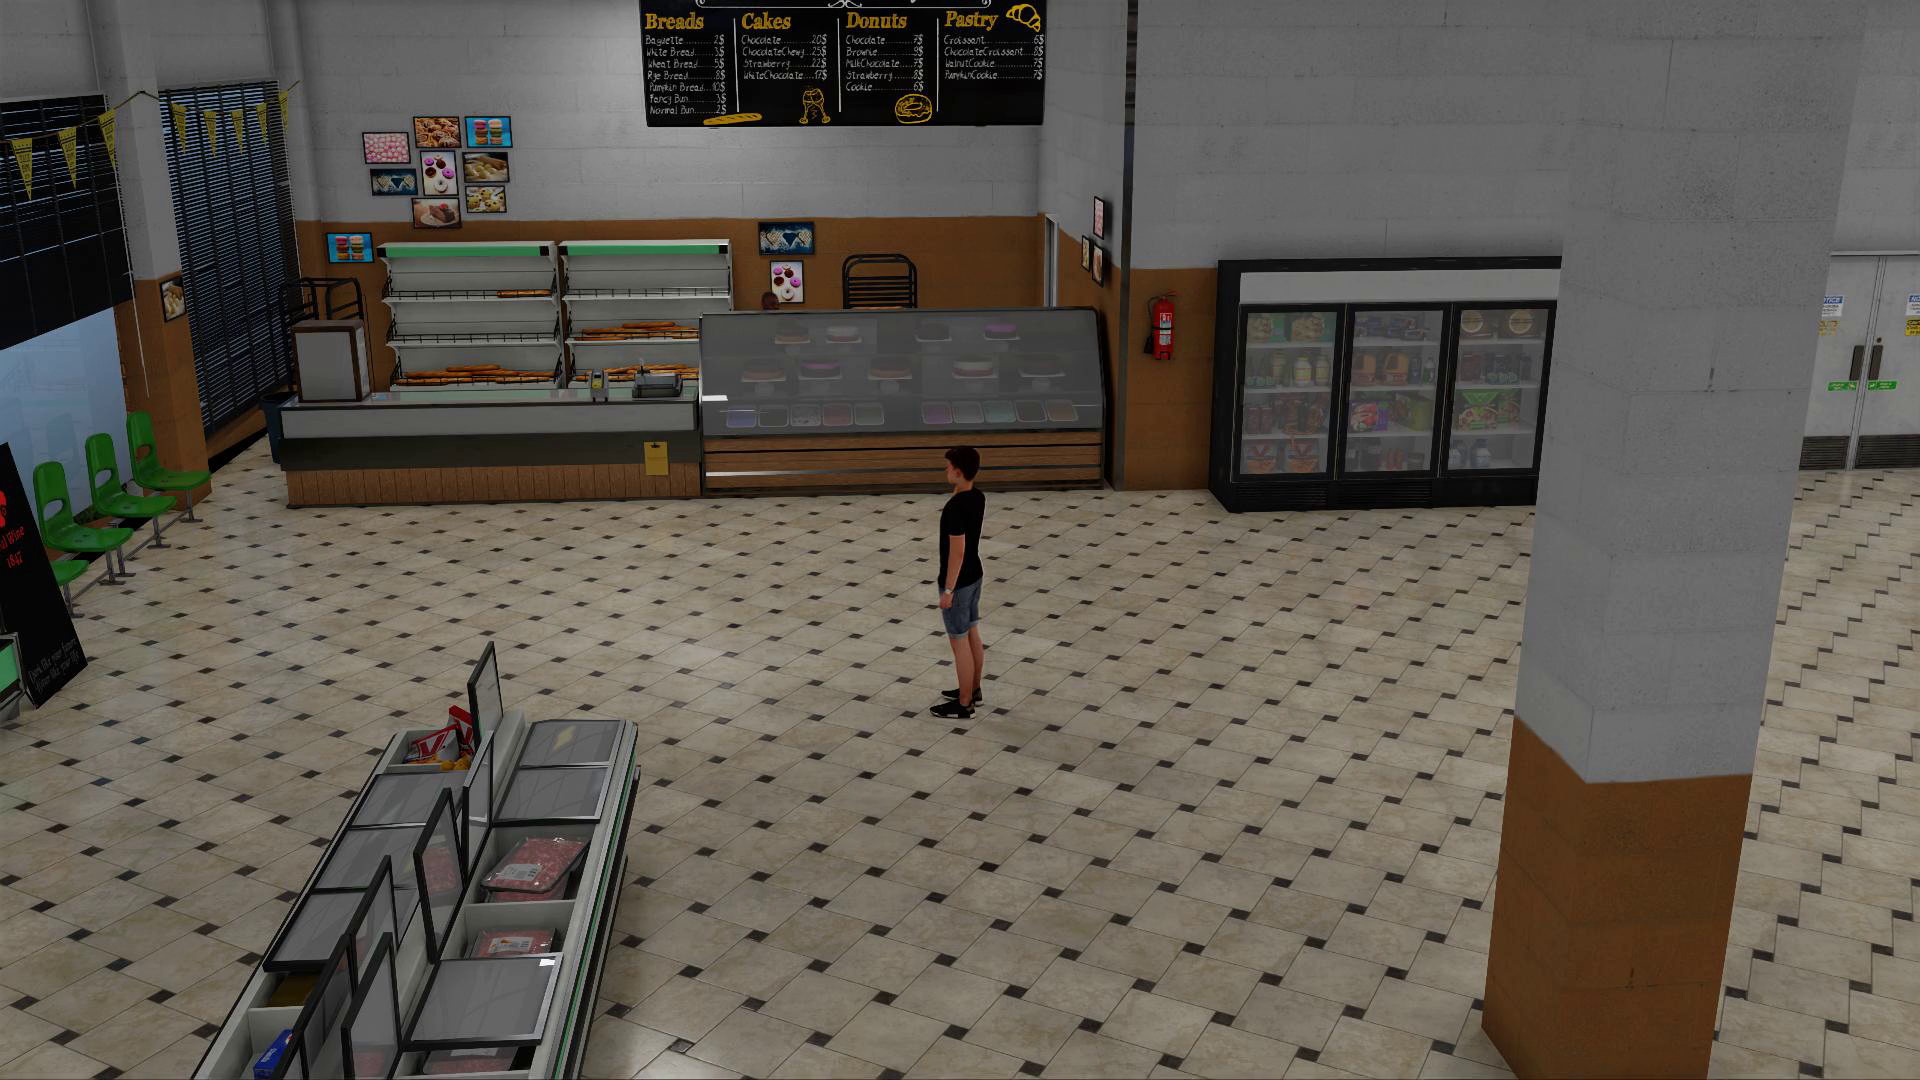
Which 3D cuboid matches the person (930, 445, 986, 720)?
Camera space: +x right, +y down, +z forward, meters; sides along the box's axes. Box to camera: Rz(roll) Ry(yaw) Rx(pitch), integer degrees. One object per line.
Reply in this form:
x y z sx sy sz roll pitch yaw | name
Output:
0.016 0.269 11.037 0.798 1.847 0.629 5 18 16 | person
